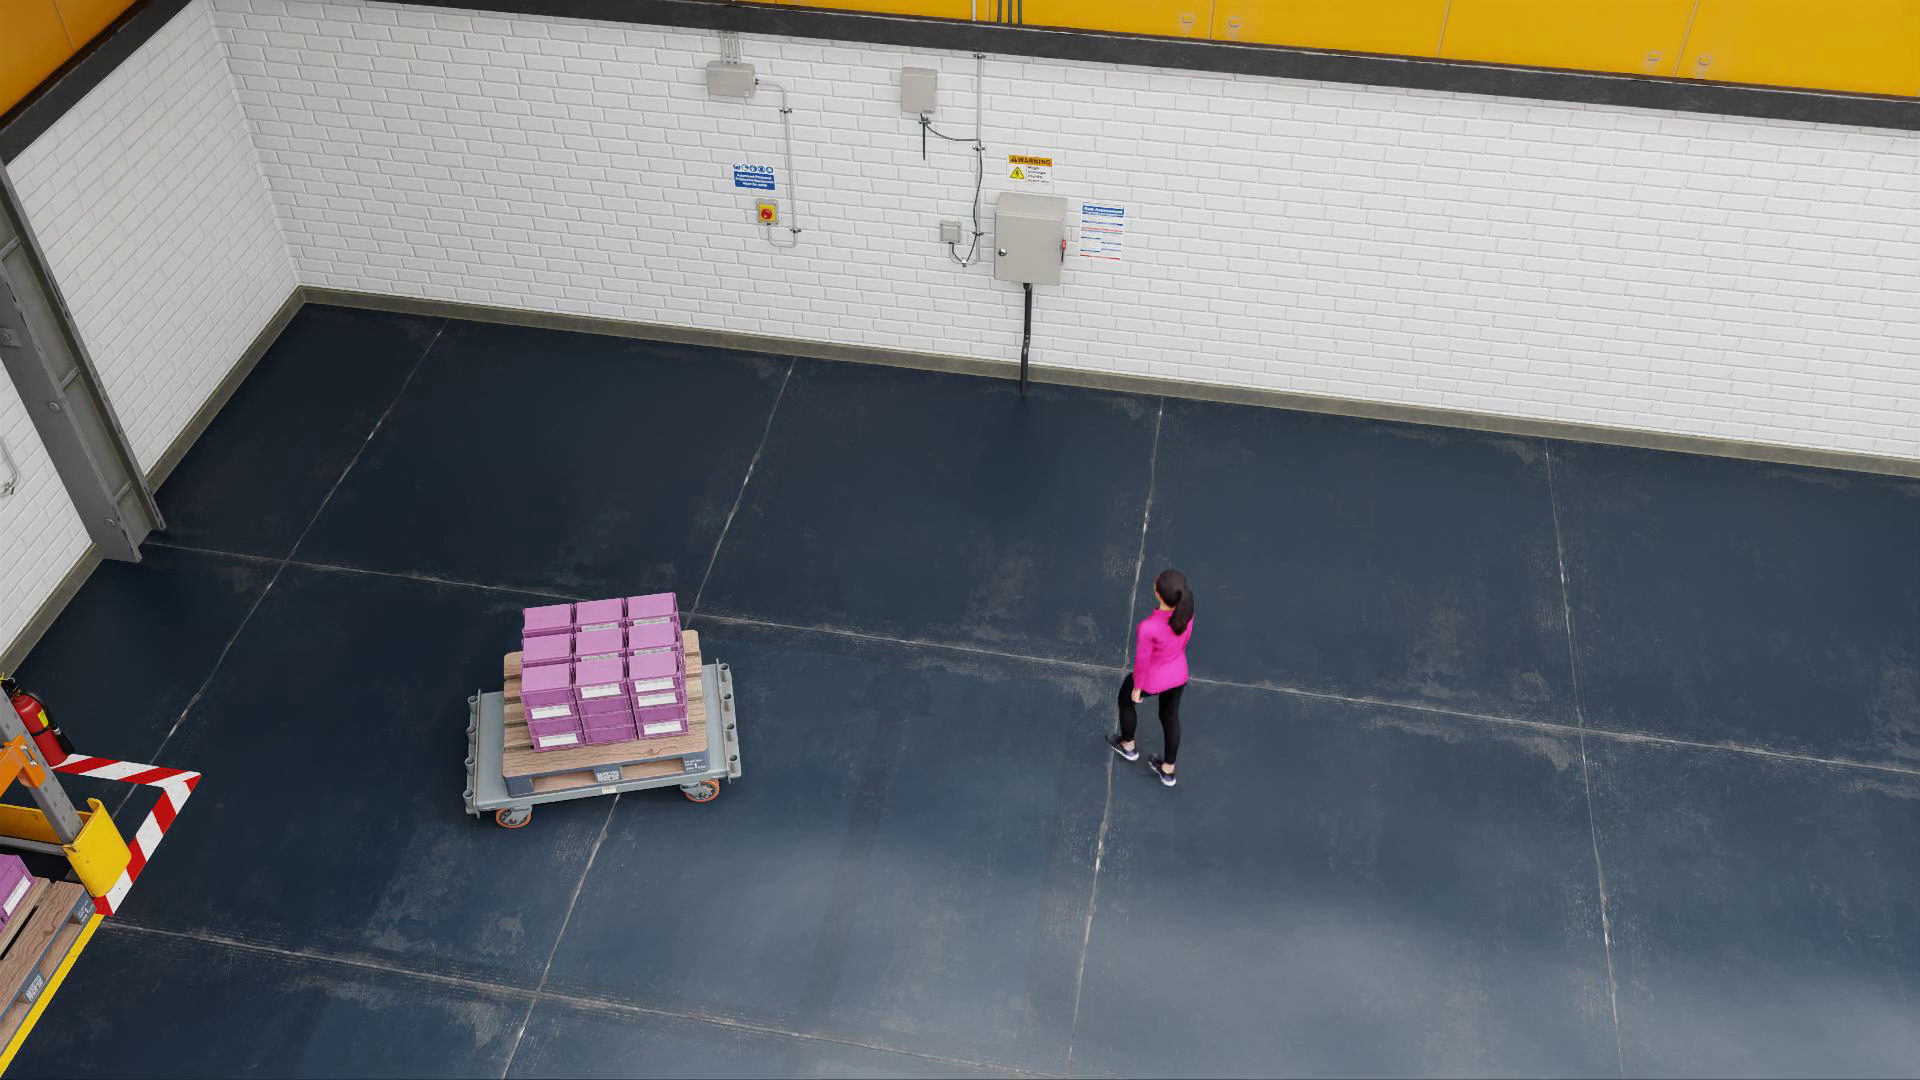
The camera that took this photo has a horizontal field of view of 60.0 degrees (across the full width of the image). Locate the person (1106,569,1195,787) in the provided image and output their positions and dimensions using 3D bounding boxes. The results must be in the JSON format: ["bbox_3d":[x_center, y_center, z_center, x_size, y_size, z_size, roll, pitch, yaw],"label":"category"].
[{"bbox_3d":[1.240,0.875,9.883,0.816,1.682,0.883,-23,48,-23],"label":"person"}]
